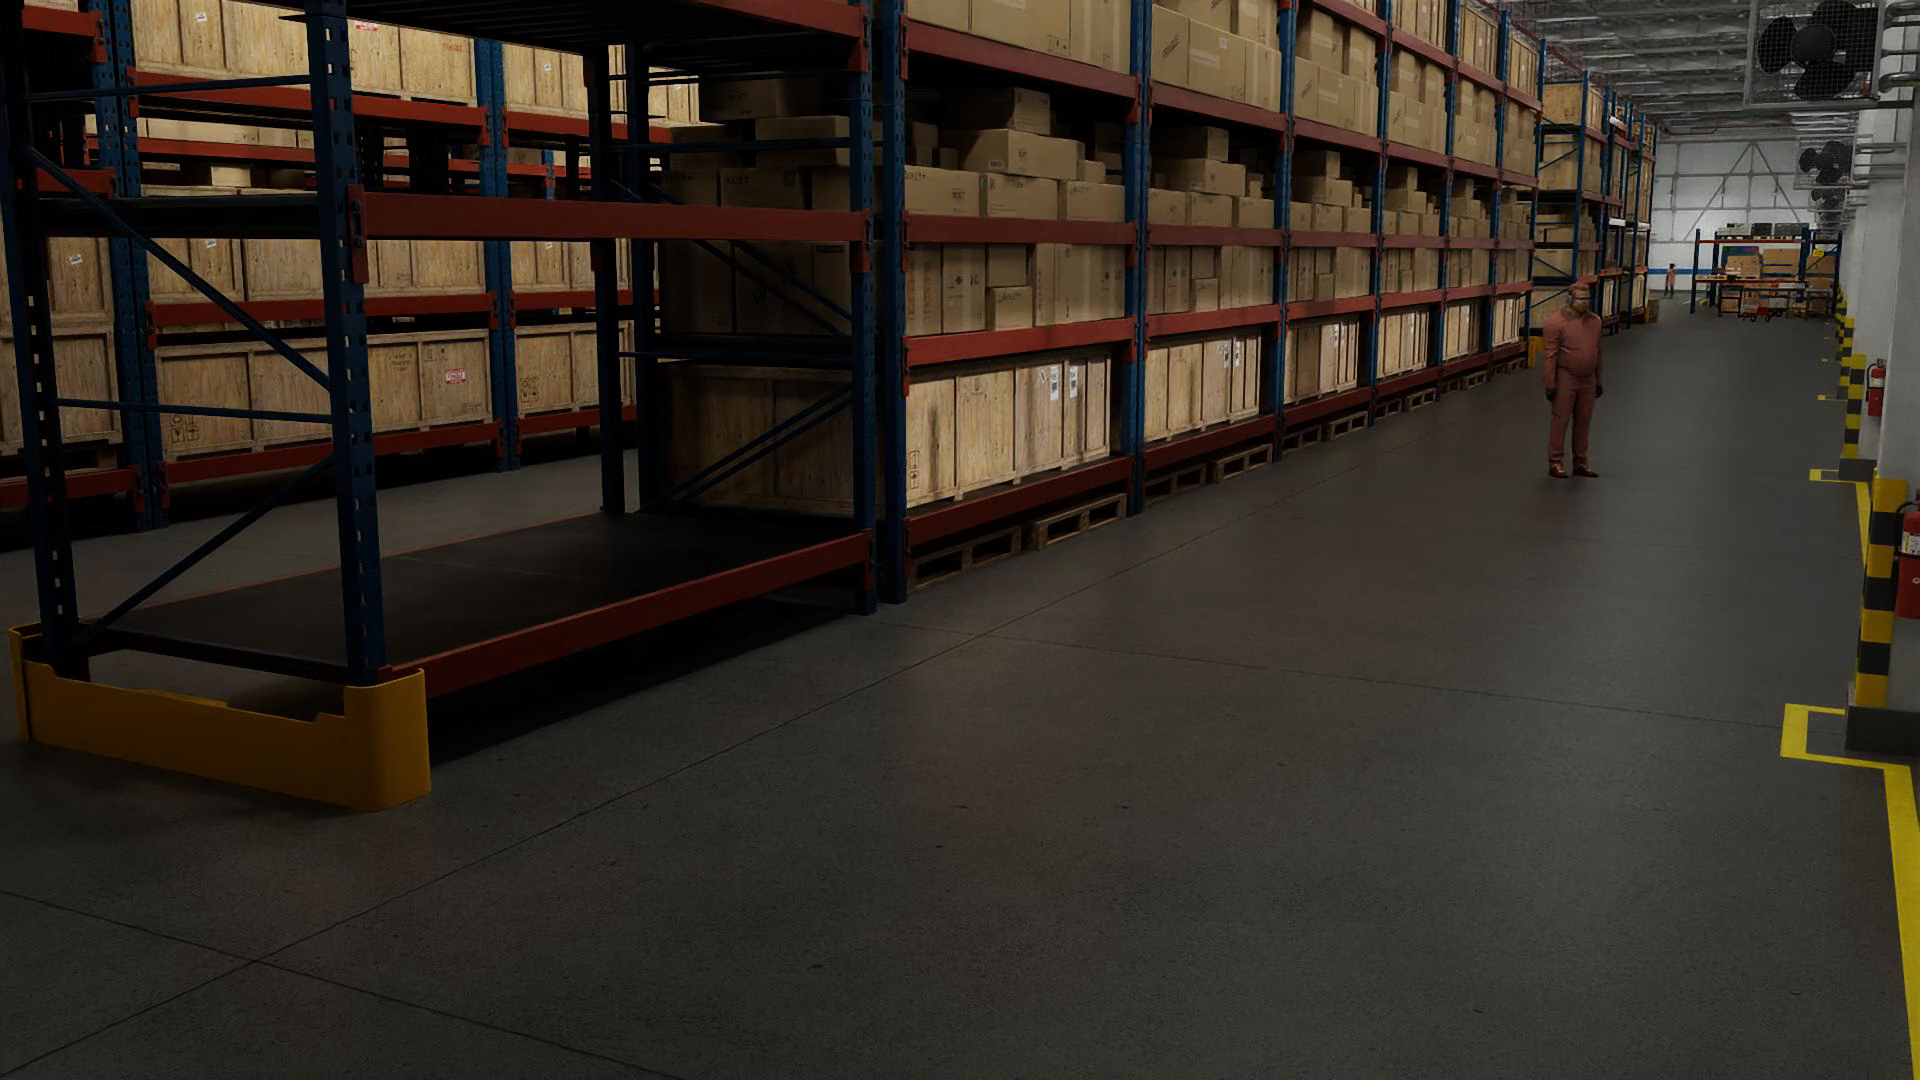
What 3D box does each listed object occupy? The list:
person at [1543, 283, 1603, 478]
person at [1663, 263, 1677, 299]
[{"bbox_3d":[5.953,-1.540,16.129,0.652,1.894,0.401,-3,10,-19],"label":"person"},{"bbox_3d":[33.850,-12.334,79.207,0.542,1.686,0.375,-2,10,-11],"label":"person"}]
